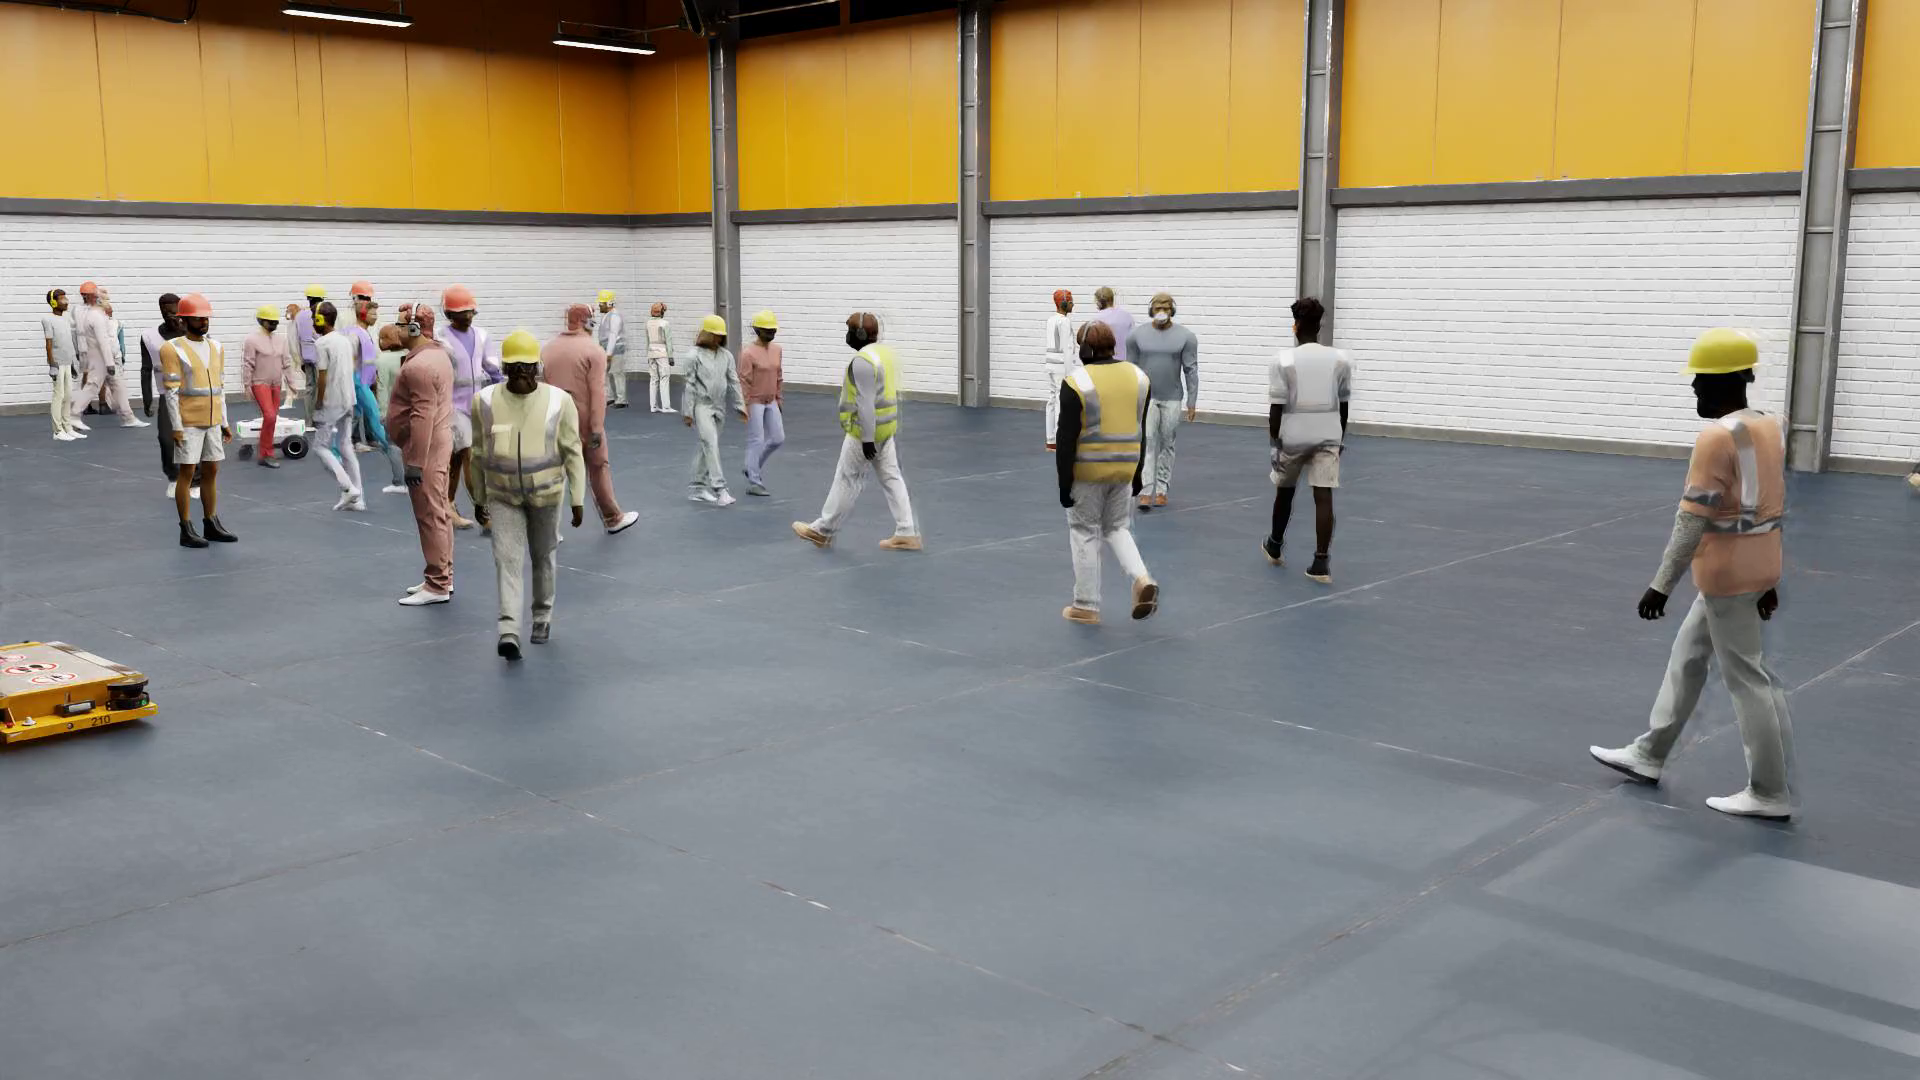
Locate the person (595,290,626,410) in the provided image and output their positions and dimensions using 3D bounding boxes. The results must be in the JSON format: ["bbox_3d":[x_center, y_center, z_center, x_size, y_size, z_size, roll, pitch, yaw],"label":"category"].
[{"bbox_3d":[-5.253,-2.834,24.889,0.540,1.806,0.588,-5,11,-30],"label":"person"}]

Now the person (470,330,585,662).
[{"bbox_3d":[-2.372,-0.250,9.118,0.624,1.778,0.932,-2,9,-10],"label":"person"}]

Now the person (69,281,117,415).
[{"bbox_3d":[-12.594,-2.778,24.159,0.552,1.936,0.358,1,9,8],"label":"person"}]

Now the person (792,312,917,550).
[{"bbox_3d":[-0.765,-0.811,12.526,0.974,1.791,0.652,3,10,16],"label":"person"}]

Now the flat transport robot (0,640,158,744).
[{"bbox_3d":[-4.481,0.695,7.962,1.431,0.197,0.652,8,12,41],"label":"flat transport robot"}]

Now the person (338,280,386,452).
[{"bbox_3d":[-6.938,-2.023,19.362,0.382,1.993,0.608,4,10,23],"label":"person"}]

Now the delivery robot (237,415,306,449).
[{"bbox_3d":[-7.692,-1.224,18.577,0.707,0.478,0.477,-4,10,-21],"label":"delivery robot"}]

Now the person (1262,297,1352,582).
[{"bbox_3d":[2.398,-0.716,11.575,0.607,1.920,0.974,0,9,-2],"label":"person"}]

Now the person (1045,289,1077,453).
[{"bbox_3d":[1.169,-1.936,19.165,0.353,1.883,0.573,-3,10,-19],"label":"person"}]

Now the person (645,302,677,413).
[{"bbox_3d":[-4.425,-2.678,24.484,0.516,1.631,0.330,7,11,36],"label":"person"}]

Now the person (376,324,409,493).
[{"bbox_3d":[-5.206,-1.225,15.636,0.589,1.610,0.513,5,10,27],"label":"person"}]

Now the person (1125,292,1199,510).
[{"bbox_3d":[1.754,-1.201,14.570,0.662,1.906,0.884,1,9,8],"label":"person"}]

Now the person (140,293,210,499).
[{"bbox_3d":[-7.175,-1.309,15.286,0.629,1.897,0.487,-3,10,-20],"label":"person"}]

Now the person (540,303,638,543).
[{"bbox_3d":[-2.963,-0.910,12.970,0.670,1.840,1.004,4,10,24],"label":"person"}]

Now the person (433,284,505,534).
[{"bbox_3d":[-3.884,-1.036,13.298,0.971,1.989,0.654,5,10,27],"label":"person"}]

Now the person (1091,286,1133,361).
[{"bbox_3d":[1.771,-2.030,19.629,0.663,1.919,0.433,-7,12,-38],"label":"person"}]

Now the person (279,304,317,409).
[{"bbox_3d":[-10.036,-2.802,25.357,0.508,1.609,0.784,7,12,37],"label":"person"}]

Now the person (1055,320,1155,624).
[{"bbox_3d":[0.865,-0.379,9.803,0.641,1.822,0.582,-5,11,-29],"label":"person"}]

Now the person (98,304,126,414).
[{"bbox_3d":[-12.448,-2.654,24.313,0.308,1.639,0.524,6,11,31],"label":"person"}]

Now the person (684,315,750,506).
[{"bbox_3d":[-2.168,-1.153,14.902,0.859,1.691,0.511,8,12,42],"label":"person"}]

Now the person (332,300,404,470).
[{"bbox_3d":[-6.215,-1.617,17.508,0.990,1.779,0.580,-2,9,-10],"label":"person"}]

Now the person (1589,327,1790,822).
[{"bbox_3d":[2.876,0.123,6.514,0.919,1.886,0.588,8,12,40],"label":"person"}]

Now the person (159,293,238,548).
[{"bbox_3d":[-5.817,-0.918,12.753,0.374,1.939,0.545,4,10,25],"label":"person"}]

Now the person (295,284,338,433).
[{"bbox_3d":[-8.307,-2.340,21.506,0.594,1.924,0.373,5,10,28],"label":"person"}]

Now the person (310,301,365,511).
[{"bbox_3d":[-5.434,-1.148,14.486,0.427,1.841,0.542,2,10,14],"label":"person"}]

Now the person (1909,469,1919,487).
[{"bbox_3d":[9.241,-1.367,15.195,0.985,2.000,0.685,9,13,43],"label":"person"}]

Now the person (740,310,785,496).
[{"bbox_3d":[-1.836,-1.274,15.524,0.453,1.742,0.584,7,11,35],"label":"person"}]

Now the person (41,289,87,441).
[{"bbox_3d":[-11.122,-2.169,20.618,0.326,1.876,0.520,0,9,-1],"label":"person"}]

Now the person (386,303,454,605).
[{"bbox_3d":[-3.420,-0.545,10.564,0.410,1.909,0.643,-1,9,-9],"label":"person"}]

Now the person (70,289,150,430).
[{"bbox_3d":[-11.367,-2.381,21.982,1.013,1.861,0.653,-5,11,-29],"label":"person"}]

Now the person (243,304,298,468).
[{"bbox_3d":[-7.341,-1.639,17.757,0.590,1.742,0.528,4,10,25],"label":"person"}]
